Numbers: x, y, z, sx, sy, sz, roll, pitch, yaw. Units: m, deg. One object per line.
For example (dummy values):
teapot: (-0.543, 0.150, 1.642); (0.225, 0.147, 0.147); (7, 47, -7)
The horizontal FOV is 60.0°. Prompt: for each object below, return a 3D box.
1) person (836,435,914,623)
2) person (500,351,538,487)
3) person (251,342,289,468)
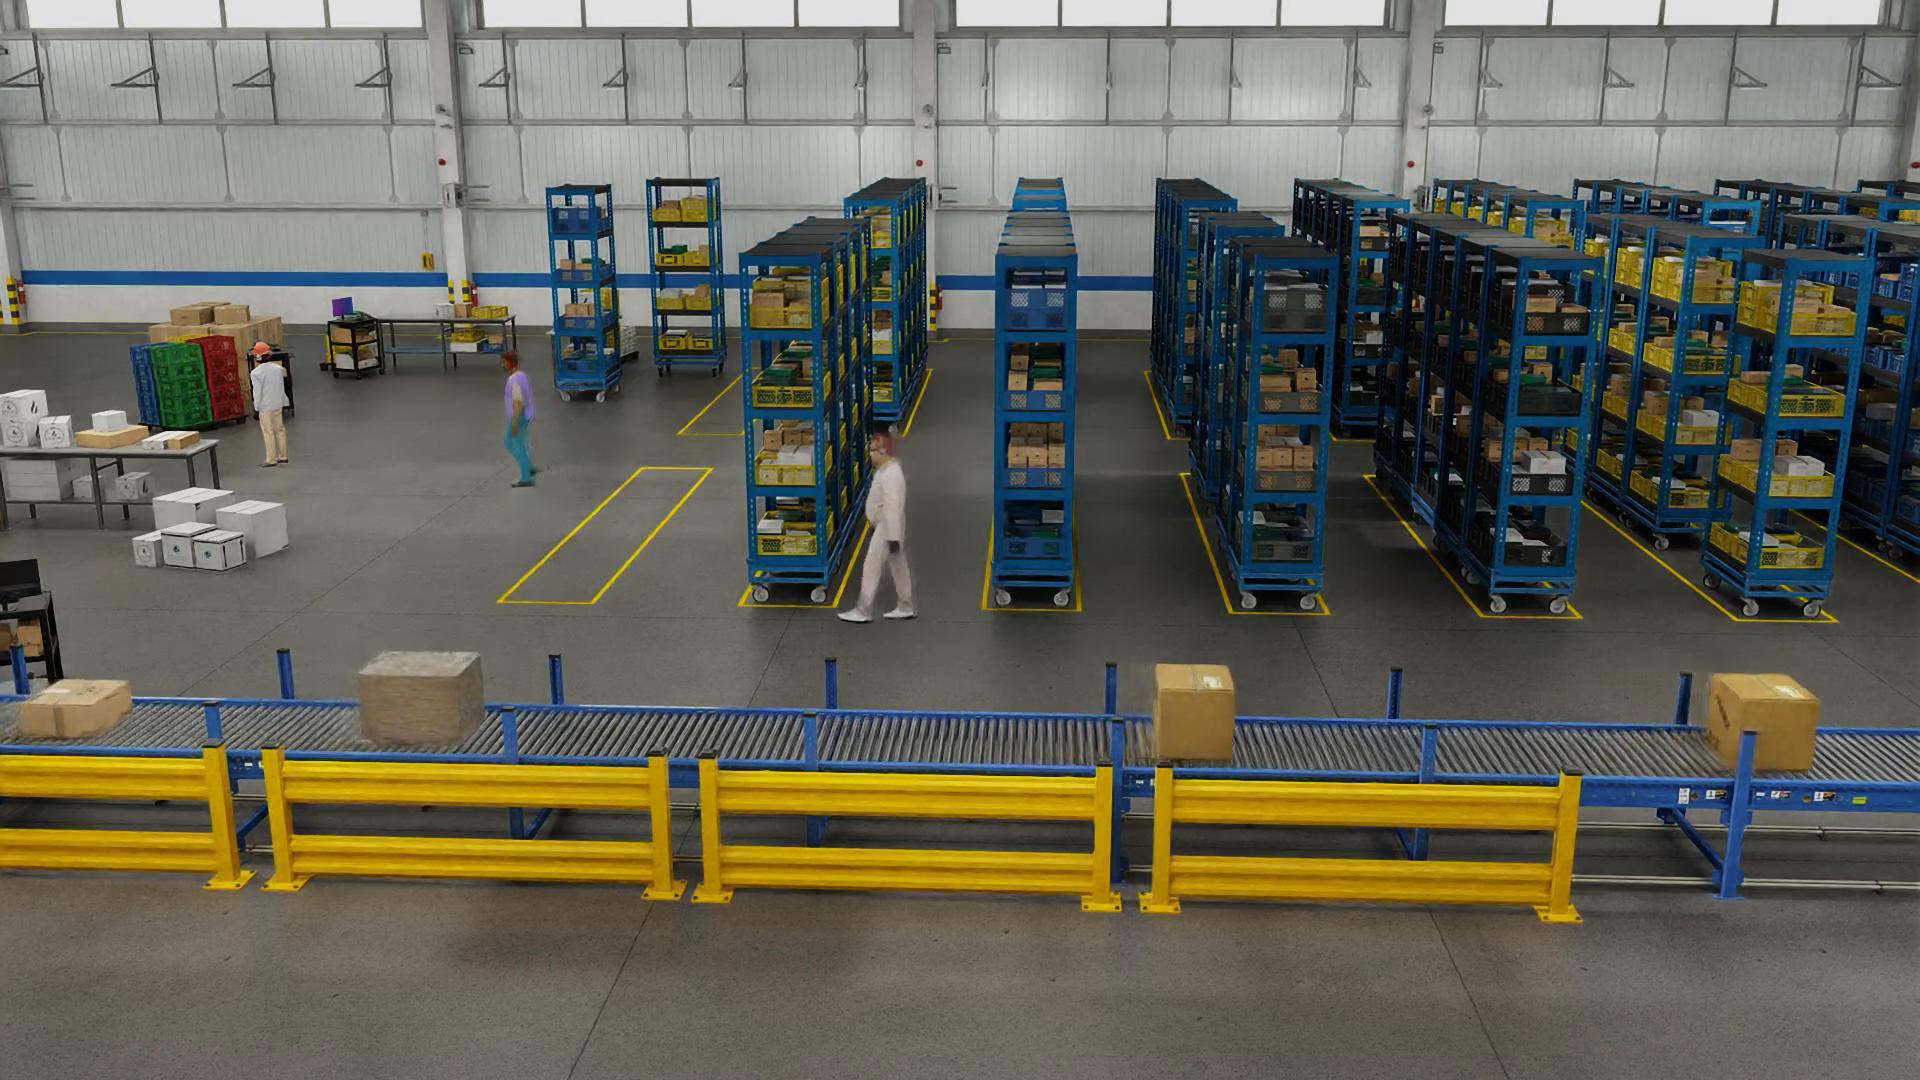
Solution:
person: (-0.853, -0.106, 16.372); (0.873, 1.872, 0.683); (0, 15, -1)
person: (-5.860, -1.597, 22.001); (0.448, 1.827, 0.602); (-3, 15, -12)
person: (-9.661, -1.885, 23.213); (0.332, 1.750, 0.573); (5, 16, 19)
